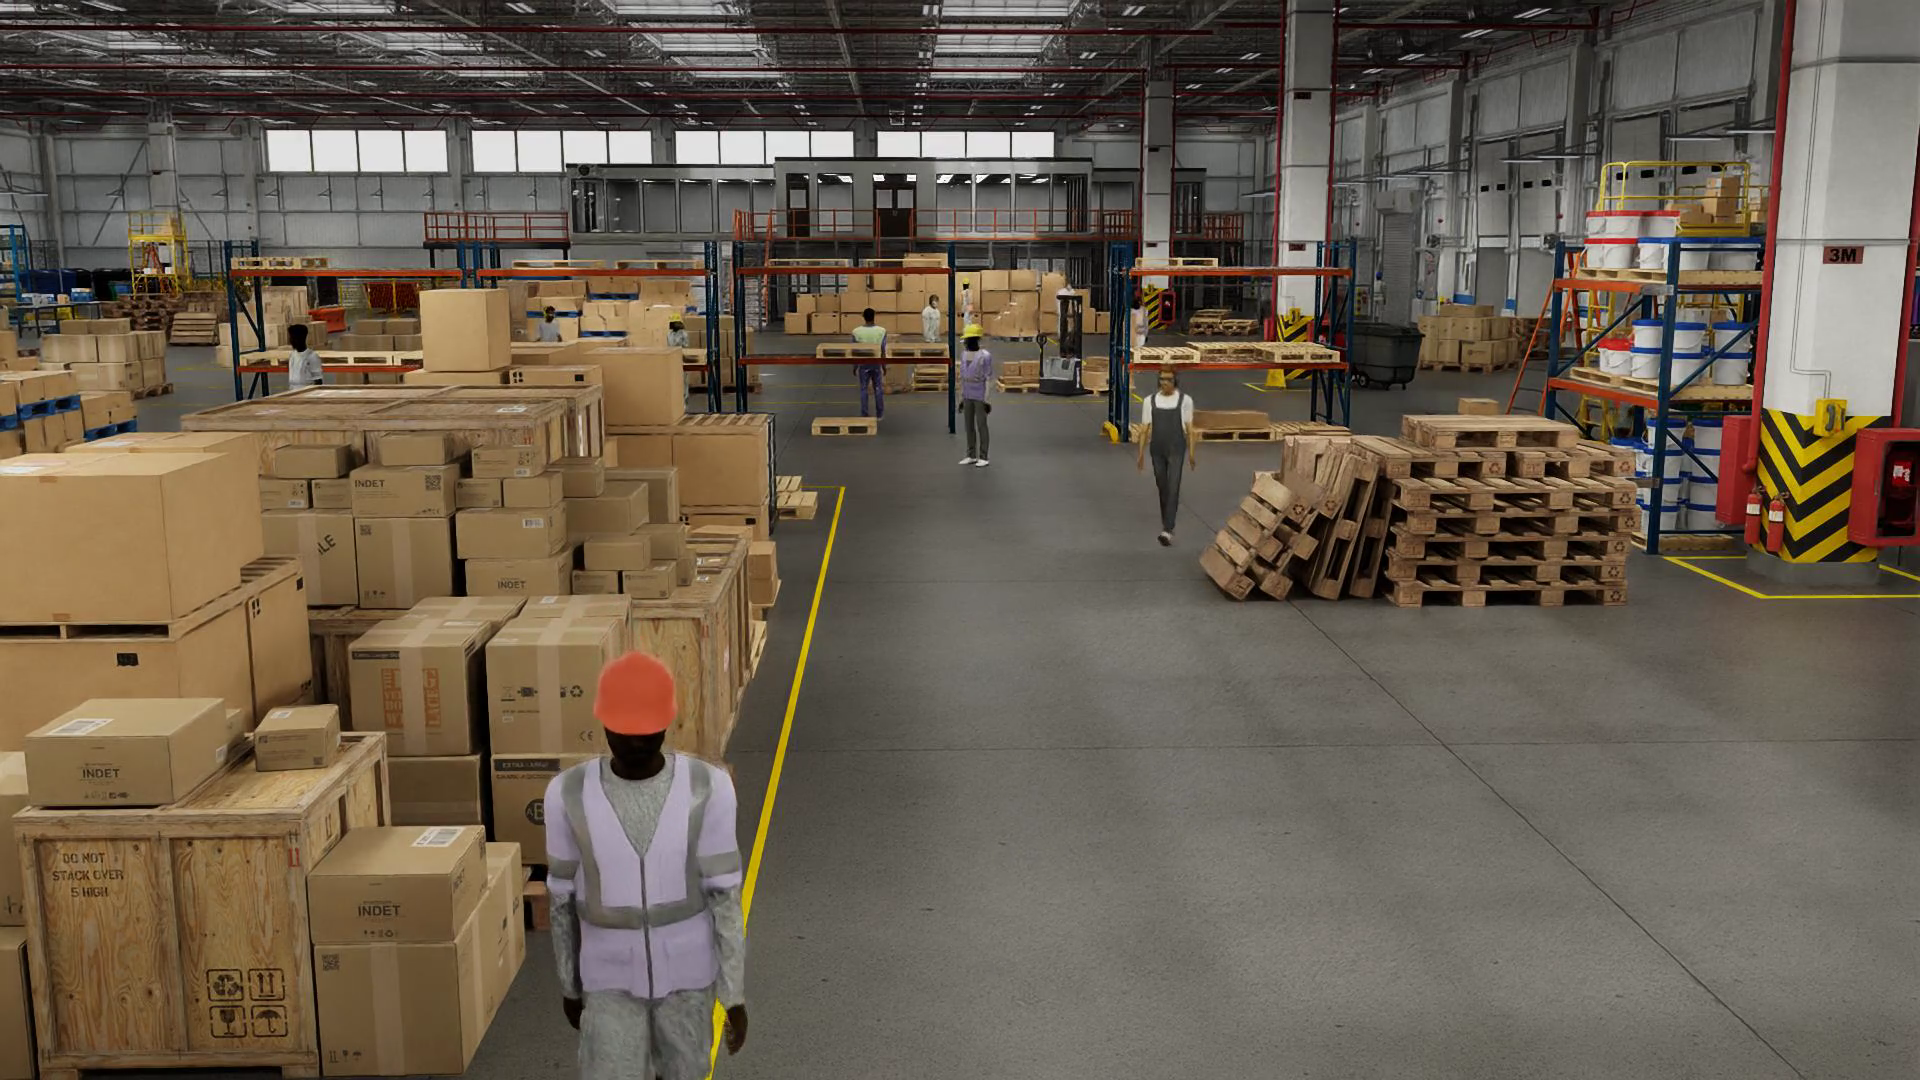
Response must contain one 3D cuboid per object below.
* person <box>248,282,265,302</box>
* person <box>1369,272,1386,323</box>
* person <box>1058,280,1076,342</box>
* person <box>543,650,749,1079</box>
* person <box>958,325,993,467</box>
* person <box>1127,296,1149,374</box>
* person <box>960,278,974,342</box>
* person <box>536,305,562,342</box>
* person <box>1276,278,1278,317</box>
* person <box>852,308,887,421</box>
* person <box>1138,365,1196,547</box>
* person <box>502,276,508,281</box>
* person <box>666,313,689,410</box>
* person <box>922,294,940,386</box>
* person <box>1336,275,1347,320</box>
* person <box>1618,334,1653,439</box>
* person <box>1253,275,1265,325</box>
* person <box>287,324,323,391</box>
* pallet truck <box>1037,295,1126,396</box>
[{"bbox_3d":[-18.291,-5.762,43.417,0.768,2.000,0.780,-9,14,-41],"label":"person"},{"bbox_3d":[15.003,-8.638,59.695,0.614,1.946,0.389,6,12,32],"label":"person"},{"bbox_3d":[3.252,-6.909,50.264,0.654,1.879,1.047,-5,11,-24],"label":"person"},{"bbox_3d":[-0.884,1.246,4.715,0.546,1.915,0.508,-2,10,-11],"label":"person"},{"bbox_3d":[0.206,-1.942,22.512,0.398,1.910,0.660,-8,13,-39],"label":"person"},{"bbox_3d":[4.040,-4.747,38.439,0.637,1.806,0.931,0,10,-1],"label":"person"},{"bbox_3d":[0.197,-6.935,50.271,0.376,1.925,0.594,5,11,27],"label":"person"},{"bbox_3d":[-7.864,-3.586,31.887,0.849,1.833,0.521,9,13,40],"label":"person"},{"bbox_3d":[13.018,-9.975,67.464,0.622,1.838,0.429,-1,10,-6],"label":"person"},{"bbox_3d":[-1.528,-2.965,28.186,0.590,1.916,0.393,-2,10,-9],"label":"person"},{"bbox_3d":[2.048,-0.837,16.632,0.543,1.799,0.955,4,11,19],"label":"person"},{"bbox_3d":[-18.007,-9.751,66.260,0.590,1.833,1.031,1,10,6],"label":"person"},{"bbox_3d":[-5.124,-3.219,30.084,0.487,1.744,0.297,5,11,26],"label":"person"},{"bbox_3d":[-0.587,-4.245,35.269,0.371,1.934,0.627,4,11,23],"label":"person"},{"bbox_3d":[14.890,-9.626,65.156,0.650,1.973,0.796,-3,11,-15],"label":"person"},{"bbox_3d":[8.778,-1.765,21.518,0.559,1.912,0.674,-6,12,-31],"label":"person"},{"bbox_3d":[10.850,-8.740,60.375,0.505,1.908,0.556,-1,10,-4],"label":"person"},{"bbox_3d":[-8.654,-1.871,21.953,0.617,1.963,0.361,7,12,35],"label":"person"},{"bbox_3d":[2.483,-3.881,33.060,1.885,1.965,0.823,-7,13,-36],"label":"pallet truck"}]
